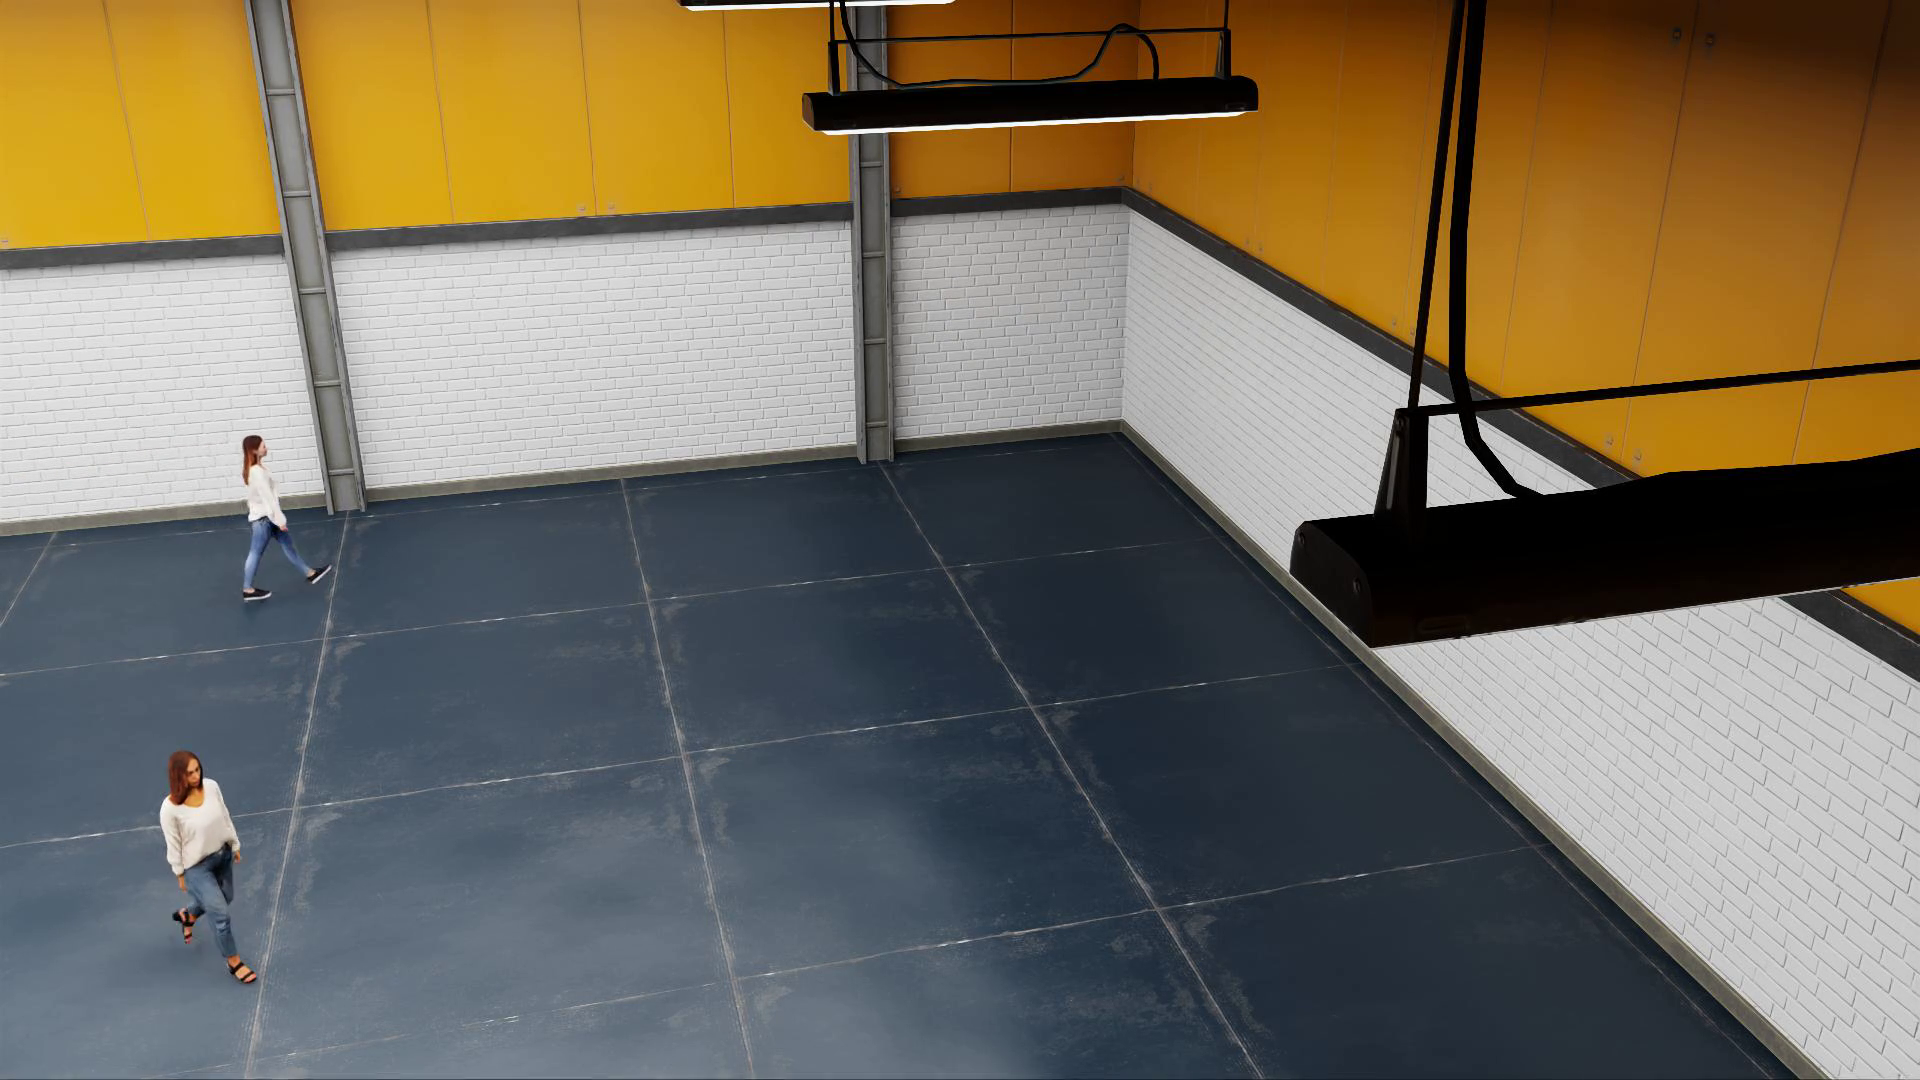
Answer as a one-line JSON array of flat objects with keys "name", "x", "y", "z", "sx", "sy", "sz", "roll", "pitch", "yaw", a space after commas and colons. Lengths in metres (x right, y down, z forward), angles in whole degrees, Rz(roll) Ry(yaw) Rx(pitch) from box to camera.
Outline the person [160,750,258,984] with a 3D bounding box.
[{"name": "person", "x": -4.963, "y": 2.087, "z": 10.826, "sx": 1.066, "sy": 1.659, "sz": 0.982, "roll": 11, "pitch": 26, "yaw": 24}]

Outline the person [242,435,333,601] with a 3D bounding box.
[{"name": "person", "x": -6.784, "y": -0.173, "z": 16.010, "sx": 1.129, "sy": 1.648, "sz": 0.801, "roll": -11, "pitch": 26, "yaw": -24}]
